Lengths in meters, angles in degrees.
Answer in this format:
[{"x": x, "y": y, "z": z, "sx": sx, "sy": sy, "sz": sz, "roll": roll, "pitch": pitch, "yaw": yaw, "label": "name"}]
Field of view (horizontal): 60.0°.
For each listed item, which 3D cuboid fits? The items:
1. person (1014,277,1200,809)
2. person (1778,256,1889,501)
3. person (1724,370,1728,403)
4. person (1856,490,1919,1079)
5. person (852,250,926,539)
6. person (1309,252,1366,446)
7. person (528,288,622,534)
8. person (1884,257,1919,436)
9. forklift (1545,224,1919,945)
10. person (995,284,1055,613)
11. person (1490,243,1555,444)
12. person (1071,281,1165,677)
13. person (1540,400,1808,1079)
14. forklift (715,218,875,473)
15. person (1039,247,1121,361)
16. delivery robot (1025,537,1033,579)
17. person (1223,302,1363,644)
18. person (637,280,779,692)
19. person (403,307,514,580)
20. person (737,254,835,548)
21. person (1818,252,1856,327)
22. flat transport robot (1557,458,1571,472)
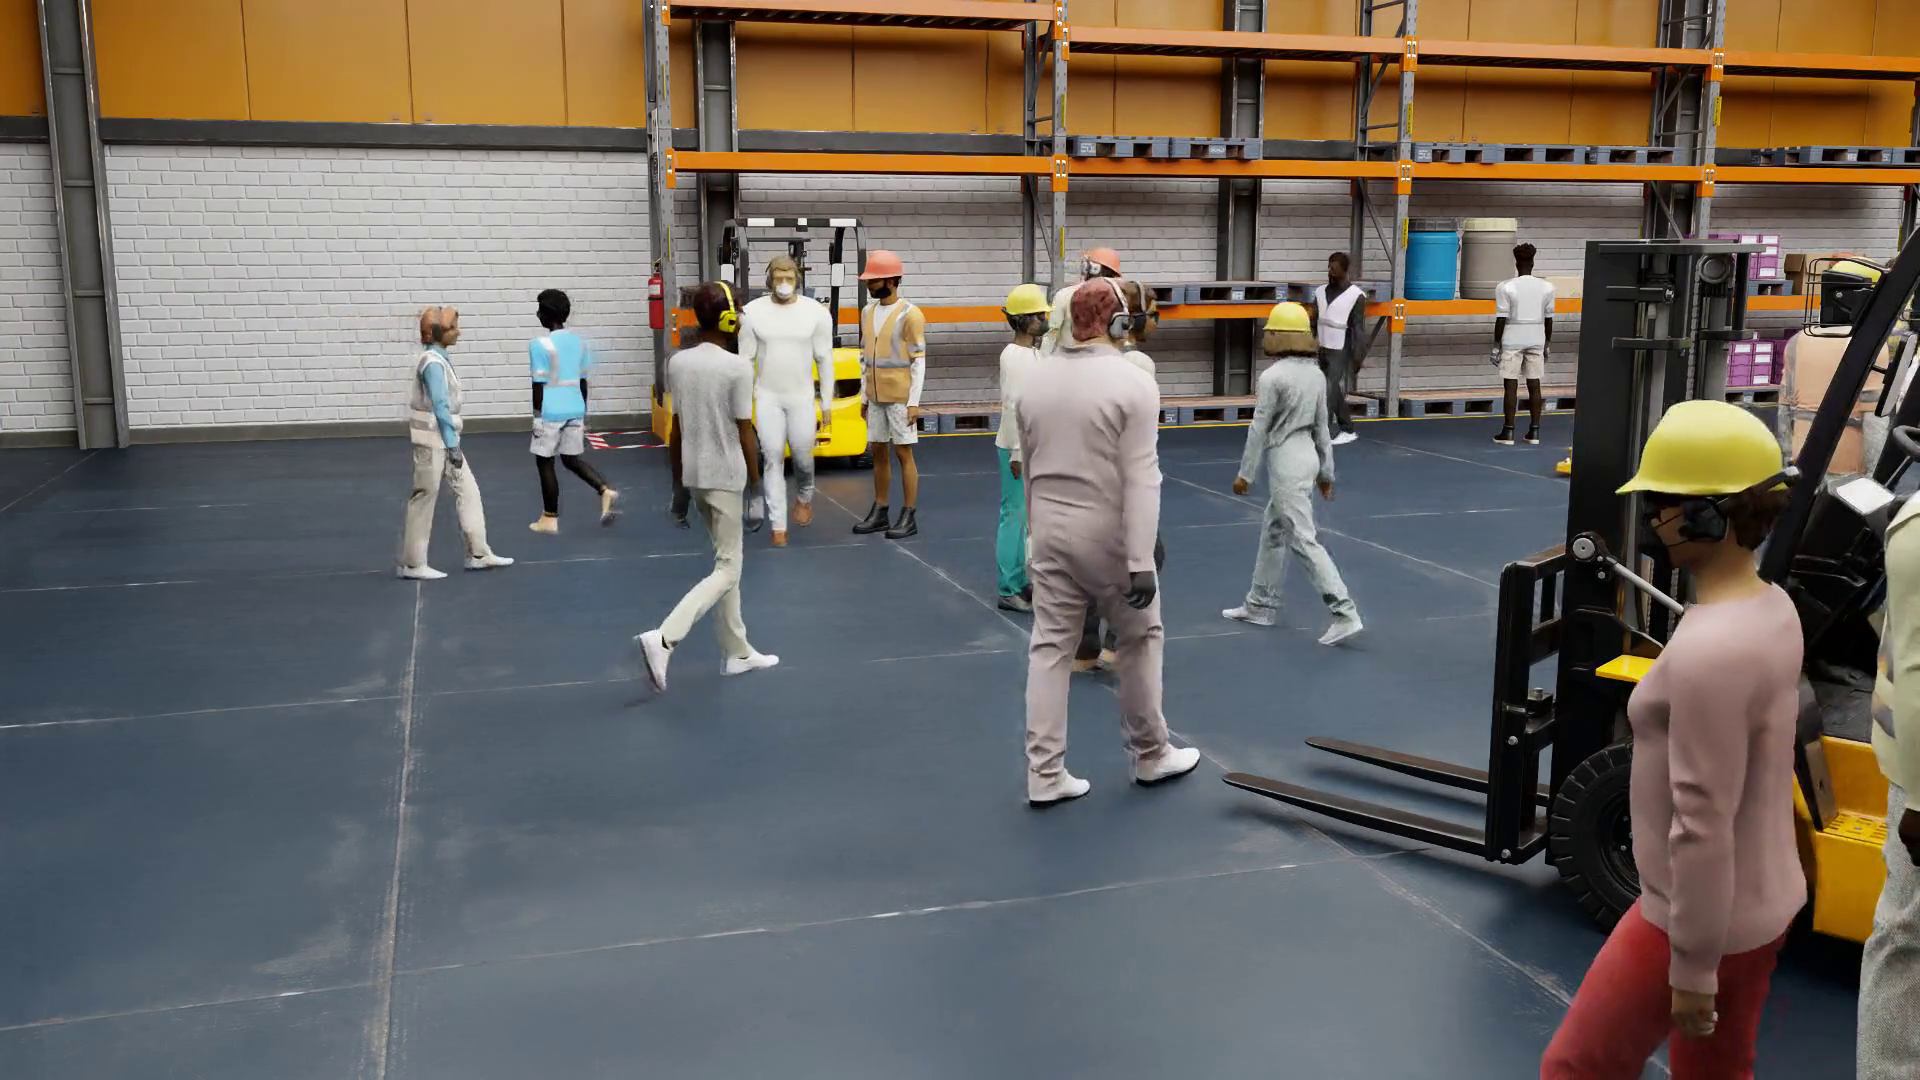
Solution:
[{"x": 0.544, "y": 0.002, "z": 6.007, "sx": 0.677, "sy": 1.869, "sz": 0.877, "roll": 10, "pitch": 14, "yaw": 43, "label": "person"}, {"x": 4.185, "y": -0.381, "z": 7.969, "sx": 0.375, "sy": 1.929, "sz": 0.585, "roll": -3, "pitch": 11, "yaw": -18, "label": "person"}, {"x": 3.750, "y": -0.410, "z": 8.617, "sx": 0.413, "sy": 1.747, "sz": 0.534, "roll": -4, "pitch": 11, "yaw": -20, "label": "person"}, {"x": 2.160, "y": 0.483, "z": 3.523, "sx": 0.586, "sy": 1.824, "sz": 0.403, "roll": -9, "pitch": 13, "yaw": -39, "label": "person"}, {"x": -0.483, "y": -0.973, "z": 11.200, "sx": 0.547, "sy": 1.934, "sz": 0.376, "roll": 9, "pitch": 14, "yaw": 41, "label": "person"}, {"x": 3.608, "y": -1.832, "z": 16.058, "sx": 0.864, "sy": 1.886, "sz": 0.594, "roll": -6, "pitch": 12, "yaw": -31, "label": "person"}, {"x": -2.654, "y": -0.855, "z": 11.249, "sx": 0.623, "sy": 1.680, "sz": 0.540, "roll": 5, "pitch": 12, "yaw": 26, "label": "person"}, {"x": 9.026, "y": -1.810, "z": 16.082, "sx": 0.485, "sy": 1.823, "sz": 0.648, "roll": -3, "pitch": 11, "yaw": -18, "label": "person"}, {"x": 2.909, "y": 0.117, "z": 4.508, "sx": 2.313, "sy": 2.155, "sz": 1.214, "roll": 9, "pitch": 14, "yaw": 40, "label": "forklift"}, {"x": 0.355, "y": -0.498, "z": 9.049, "sx": 0.305, "sy": 1.772, "sz": 0.527, "roll": 3, "pitch": 11, "yaw": 15, "label": "person"}, {"x": 5.489, "y": -1.911, "z": 16.261, "sx": 0.609, "sy": 1.963, "sz": 0.369, "roll": -1, "pitch": 10, "yaw": -6, "label": "person"}, {"x": 0.721, "y": -0.259, "z": 7.586, "sx": 0.459, "sy": 1.824, "sz": 0.549, "roll": -7, "pitch": 12, "yaw": -33, "label": "person"}, {"x": 1.264, "y": 0.634, "z": 2.894, "sx": 0.391, "sy": 1.750, "sz": 0.530, "roll": 9, "pitch": 14, "yaw": 41, "label": "person"}, {"x": -1.522, "y": -1.778, "z": 14.899, "sx": 1.214, "sy": 2.155, "sz": 2.313, "roll": -3, "pitch": 11, "yaw": -17, "label": "forklift"}, {"x": 0.898, "y": -1.332, "z": 13.147, "sx": 0.789, "sy": 1.942, "sz": 0.461, "roll": -4, "pitch": 11, "yaw": -20, "label": "person"}, {"x": 0.649, "y": 0.048, "z": 9.129, "sx": 0.477, "sy": 0.478, "sz": 0.707, "roll": 6, "pitch": 12, "yaw": 31, "label": "delivery robot"}, {"x": 1.722, "y": -0.345, "z": 8.399, "sx": 0.887, "sy": 1.703, "sz": 0.488, "roll": 9, "pitch": 14, "yaw": 40, "label": "person"}, {"x": -1.136, "y": -0.237, "z": 7.448, "sx": 0.510, "sy": 1.843, "sz": 0.808, "roll": 8, "pitch": 13, "yaw": 39, "label": "person"}, {"x": -2.991, "y": -0.564, "z": 9.838, "sx": 0.738, "sy": 1.608, "sz": 0.541, "roll": -2, "pitch": 11, "yaw": -12, "label": "person"}, {"x": -1.151, "y": -0.928, "z": 11.009, "sx": 0.642, "sy": 1.921, "sz": 0.610, "roll": 0, "pitch": 10, "yaw": -2, "label": "person"}, {"x": 8.001, "y": -1.682, "z": 15.224, "sx": 0.356, "sy": 1.885, "sz": 0.574, "roll": 3, "pitch": 11, "yaw": 17, "label": "person"}, {"x": 5.765, "y": -0.726, "z": 14.404, "sx": 0.652, "sy": 0.197, "sz": 1.431, "roll": 9, "pitch": 14, "yaw": 40, "label": "flat transport robot"}]
